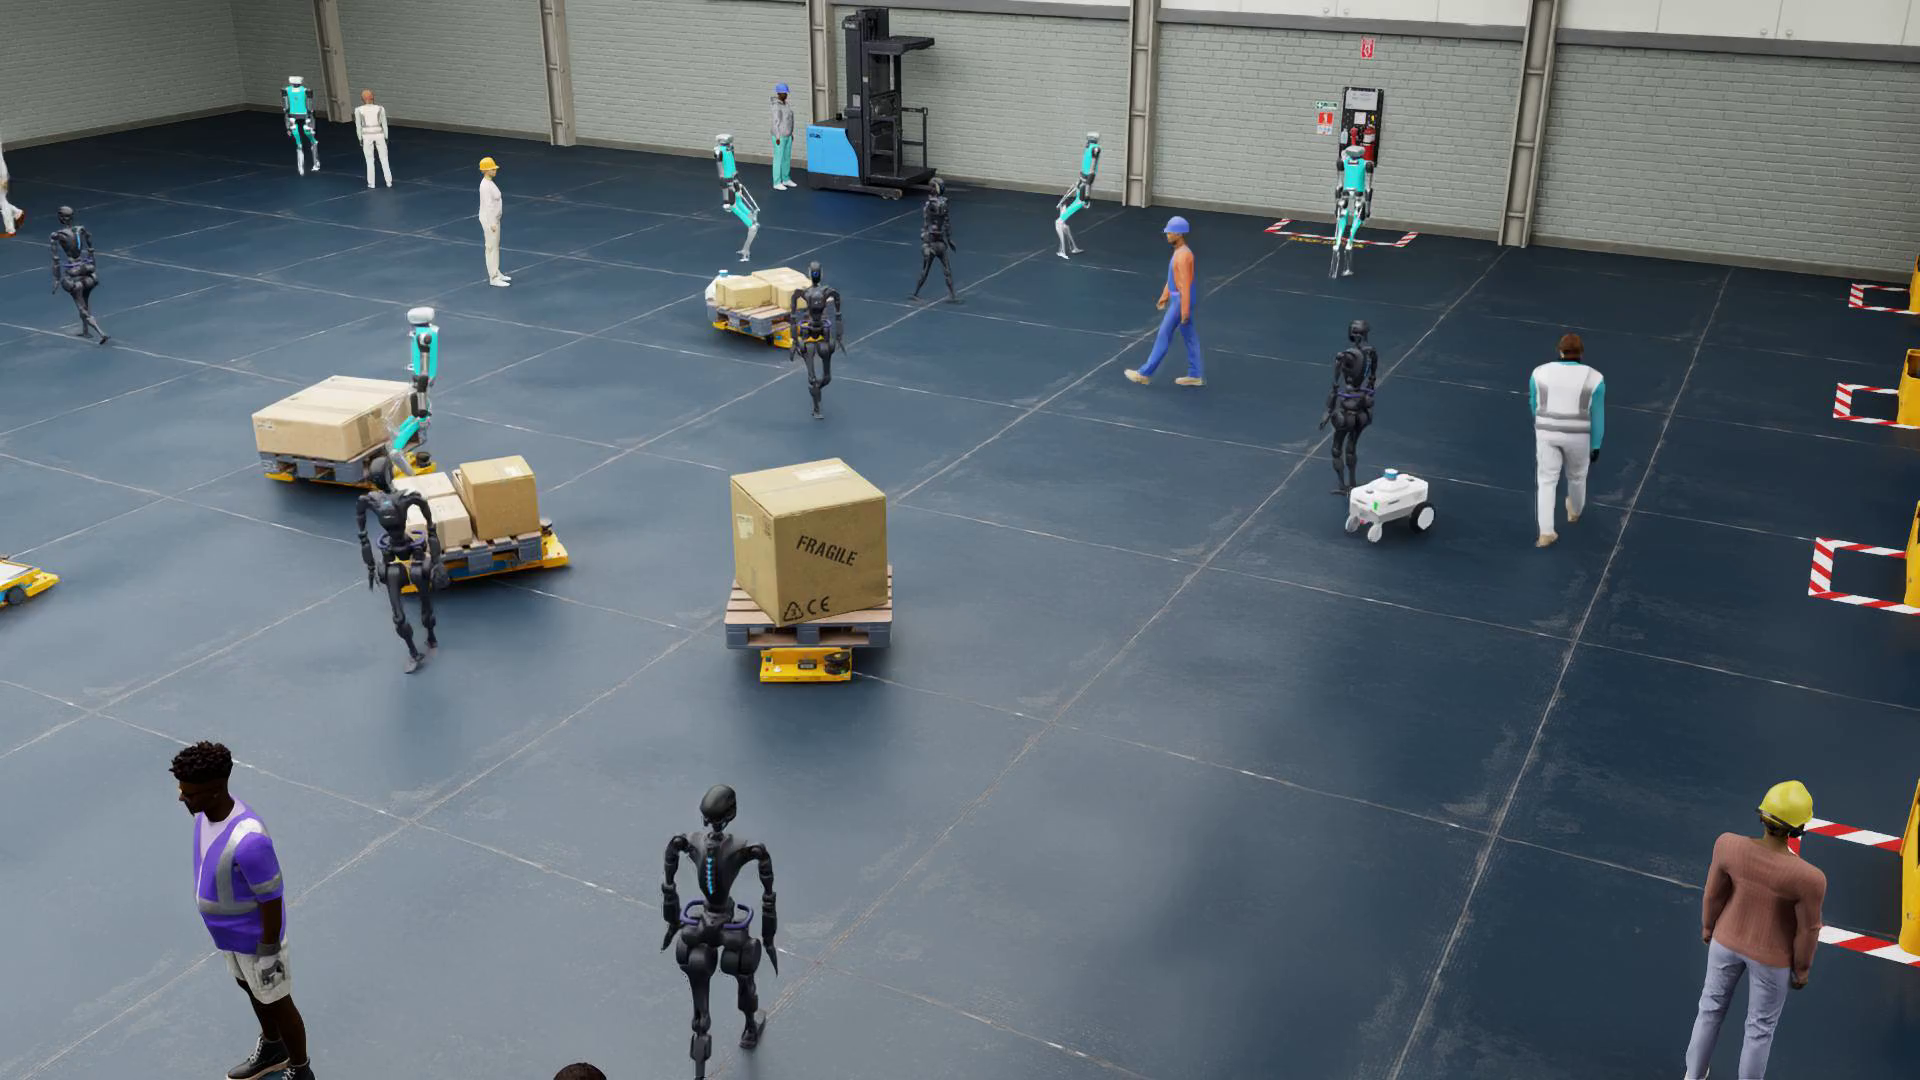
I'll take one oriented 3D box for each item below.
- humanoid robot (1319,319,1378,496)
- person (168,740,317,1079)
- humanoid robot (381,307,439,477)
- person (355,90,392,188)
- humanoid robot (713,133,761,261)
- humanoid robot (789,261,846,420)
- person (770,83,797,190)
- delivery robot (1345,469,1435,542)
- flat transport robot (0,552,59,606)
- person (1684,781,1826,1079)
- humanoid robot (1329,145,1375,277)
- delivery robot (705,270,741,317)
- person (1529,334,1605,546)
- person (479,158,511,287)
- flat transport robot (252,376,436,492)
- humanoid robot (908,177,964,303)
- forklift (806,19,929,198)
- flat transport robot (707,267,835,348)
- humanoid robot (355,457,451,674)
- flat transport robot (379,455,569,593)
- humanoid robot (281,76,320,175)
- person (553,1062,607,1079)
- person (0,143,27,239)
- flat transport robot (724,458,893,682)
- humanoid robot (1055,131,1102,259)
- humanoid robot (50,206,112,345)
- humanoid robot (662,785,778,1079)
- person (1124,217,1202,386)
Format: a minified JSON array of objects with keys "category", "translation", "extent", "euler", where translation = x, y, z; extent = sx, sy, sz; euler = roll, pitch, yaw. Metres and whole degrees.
[{"category":"humanoid robot","translation":[3.555,-1.203,15.185],"extent":[0.584,1.654,0.338],"euler":[-15,28,-31]},{"category":"person","translation":[-3.361,1.811,7.806],"extent":[0.362,1.956,0.611],"euler":[-21,31,-40]},{"category":"humanoid robot","translation":[-5.044,-1.236,15.188],"extent":[0.713,1.768,0.565],"euler":[-5,24,-12]},{"category":"person","translation":[-9.987,-6.824,28.325],"extent":[0.511,1.630,0.316],"euler":[-10,25,-22]},{"category":"humanoid robot","translation":[-3.062,-4.842,23.587],"extent":[0.780,1.791,0.531],"euler":[6,24,13]},{"category":"humanoid robot","translation":[-1.518,-2.127,17.359],"extent":[0.591,1.629,0.673],"euler":[-7,24,-15]},{"category":"person","translation":[-3.010,-6.855,28.227],"extent":[0.365,1.768,0.525],"euler":[9,25,20]},{"category":"delivery robot","translation":[3.753,-0.343,14.559],"extent":[0.738,0.563,0.499],"euler":[-15,28,-31]},{"category":"flat transport robot","translation":[-7.911,0.486,13.032],"extent":[0.659,0.231,1.431],"euler":[9,25,20]},{"category":"person","translation":[3.734,1.913,7.814],"extent":[0.309,1.768,0.521],"euler":[-21,31,-39]},{"category":"humanoid robot","translation":[5.254,-4.376,22.624],"extent":[0.555,1.895,0.671],"euler":[17,28,34]},{"category":"delivery robot","translation":[-2.975,-3.114,21.068],"extent":[0.499,0.608,0.799],"euler":[2,23,6]},{"category":"person","translation":[5.198,-0.897,14.345],"extent":[0.650,1.775,0.947],"euler":[10,25,21]},{"category":"person","translation":[-6.263,-4.262,22.274],"extent":[0.314,1.698,0.474],"euler":[-4,24,-8]},{"category":"flat transport robot","translation":[-5.792,-0.698,15.787],"extent":[1.431,0.231,0.659],"euler":[7,24,15]},{"category":"humanoid robot","translation":[-0.316,-3.844,21.383],"extent":[0.768,1.630,0.599],"euler":[15,27,31]},{"category":"forklift","translation":[-1.573,-7.292,27.850],"extent":[1.873,2.768,1.129],"euler":[12,26,25]},{"category":"flat transport robot","translation":[-2.294,-2.609,20.236],"extent":[1.431,0.231,0.659],"euler":[20,30,39]},{"category":"humanoid robot","translation":[-4.017,0.147,12.085],"extent":[0.613,1.647,0.532],"euler":[-4,24,-9]},{"category":"flat transport robot","translation":[-4.073,0.115,13.896],"extent":[1.431,0.231,0.659],"euler":[-11,26,-24]},{"category":"humanoid robot","translation":[-11.587,-7.334,29.406],"extent":[0.580,1.766,0.932],"euler":[-3,23,-8]},{"category":"person","translation":[-1.324,2.639,5.938],"extent":[0.394,1.914,0.587],"euler":[14,27,29]},{"category":"person","translation":[-14.398,-5.450,24.891],"extent":[0.568,1.818,0.518],"euler":[17,29,35]},{"category":"flat transport robot","translation":[-1.113,0.674,12.593],"extent":[0.659,0.231,1.431],"euler":[-1,23,-1]},{"category":"humanoid robot","translation":[1.584,-4.929,23.774],"extent":[0.871,1.765,0.601],"euler":[-2,23,-6]},{"category":"humanoid robot","translation":[-10.464,-3.139,19.763],"extent":[0.758,1.653,0.603],"euler":[11,26,24]},{"category":"humanoid robot","translation":[-1.175,1.907,8.011],"extent":[0.592,1.634,0.796],"euler":[3,23,7]},{"category":"person","translation":[2.270,-2.589,18.159],"extent":[0.939,1.867,0.532],"euler":[4,24,9]}]
